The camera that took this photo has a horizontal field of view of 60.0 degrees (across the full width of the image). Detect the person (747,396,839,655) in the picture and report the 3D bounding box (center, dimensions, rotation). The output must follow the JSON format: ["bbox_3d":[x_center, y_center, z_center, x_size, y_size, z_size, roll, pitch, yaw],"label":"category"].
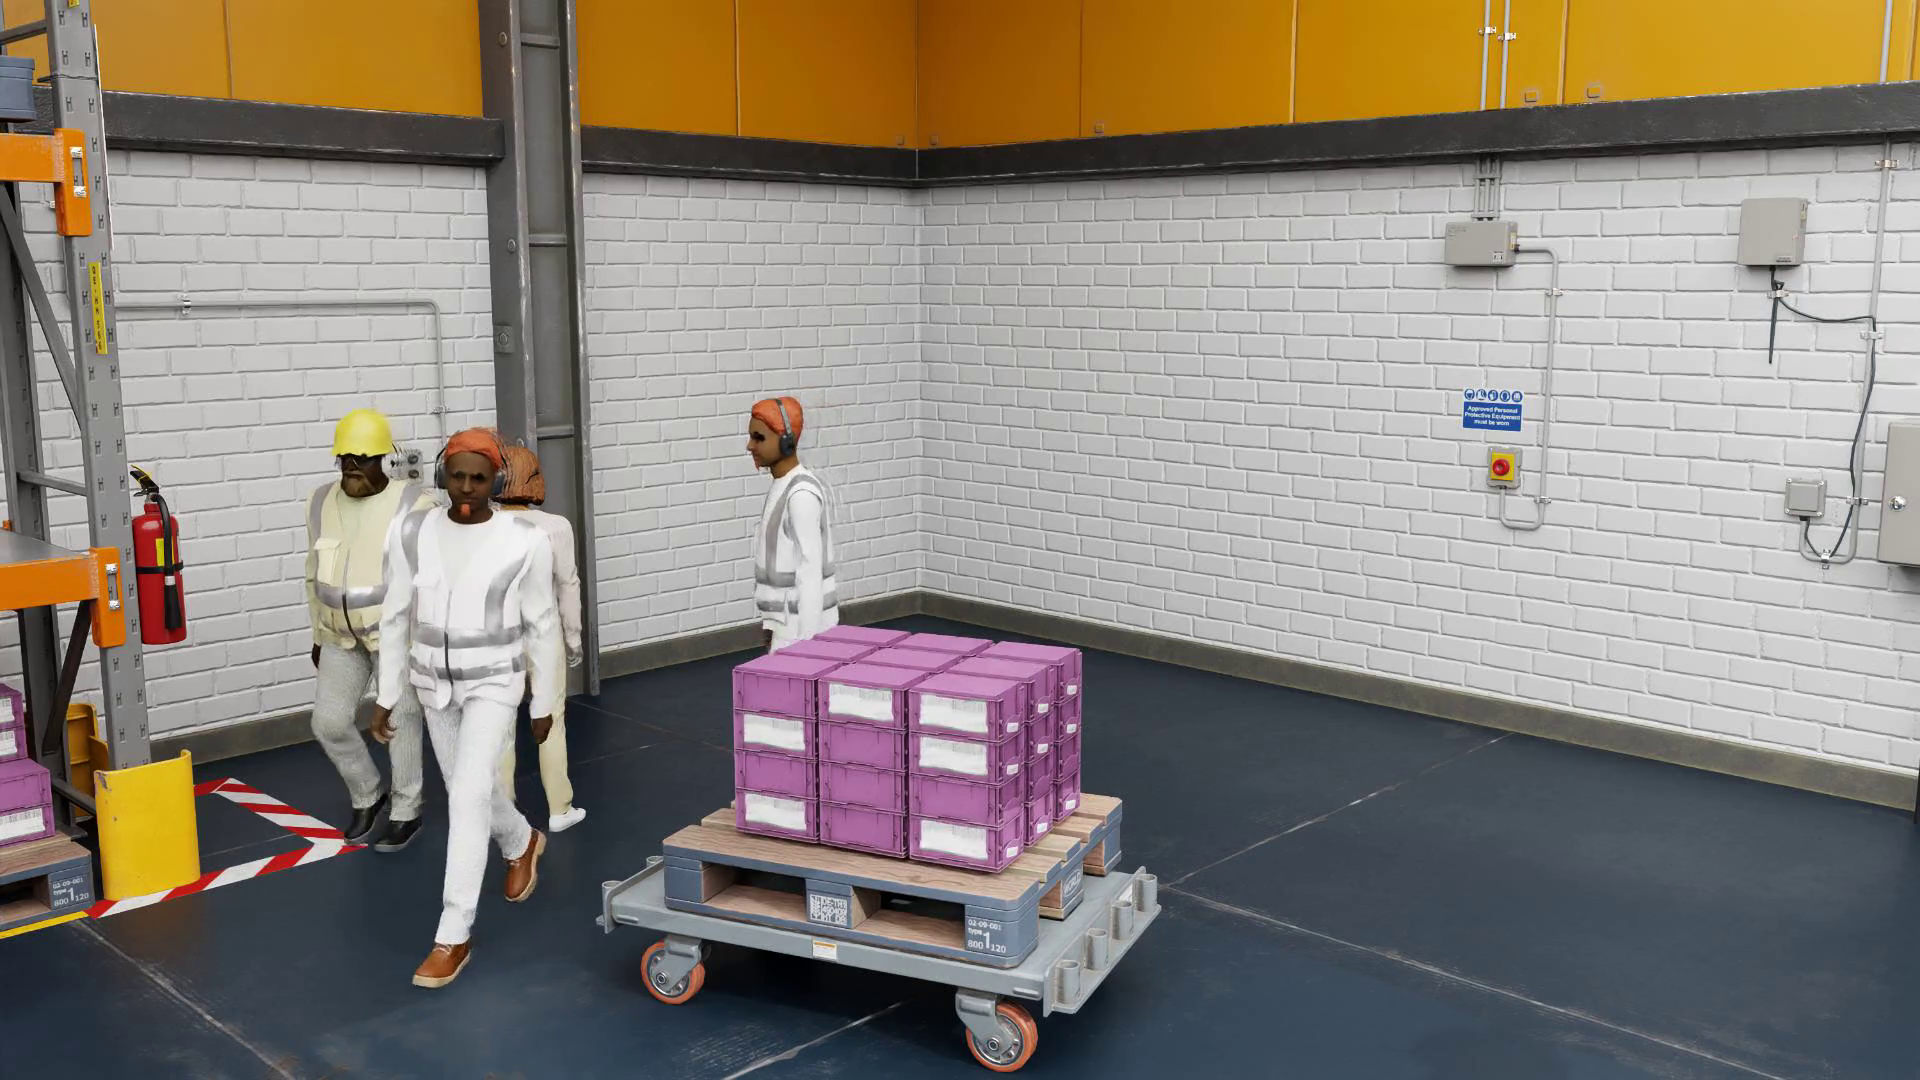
[{"bbox_3d":[-0.620,0.341,6.766,0.517,1.865,0.622,-2,9,-9],"label":"person"}]

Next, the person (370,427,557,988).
[{"bbox_3d":[-1.673,0.509,5.815,0.585,1.844,0.962,2,9,12],"label":"person"}]

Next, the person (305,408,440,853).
[{"bbox_3d":[-2.356,0.375,6.693,0.616,1.814,0.427,1,9,9],"label":"person"}]

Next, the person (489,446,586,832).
[{"bbox_3d":[-1.829,0.421,6.975,0.499,1.634,0.279,0,9,2],"label":"person"}]
